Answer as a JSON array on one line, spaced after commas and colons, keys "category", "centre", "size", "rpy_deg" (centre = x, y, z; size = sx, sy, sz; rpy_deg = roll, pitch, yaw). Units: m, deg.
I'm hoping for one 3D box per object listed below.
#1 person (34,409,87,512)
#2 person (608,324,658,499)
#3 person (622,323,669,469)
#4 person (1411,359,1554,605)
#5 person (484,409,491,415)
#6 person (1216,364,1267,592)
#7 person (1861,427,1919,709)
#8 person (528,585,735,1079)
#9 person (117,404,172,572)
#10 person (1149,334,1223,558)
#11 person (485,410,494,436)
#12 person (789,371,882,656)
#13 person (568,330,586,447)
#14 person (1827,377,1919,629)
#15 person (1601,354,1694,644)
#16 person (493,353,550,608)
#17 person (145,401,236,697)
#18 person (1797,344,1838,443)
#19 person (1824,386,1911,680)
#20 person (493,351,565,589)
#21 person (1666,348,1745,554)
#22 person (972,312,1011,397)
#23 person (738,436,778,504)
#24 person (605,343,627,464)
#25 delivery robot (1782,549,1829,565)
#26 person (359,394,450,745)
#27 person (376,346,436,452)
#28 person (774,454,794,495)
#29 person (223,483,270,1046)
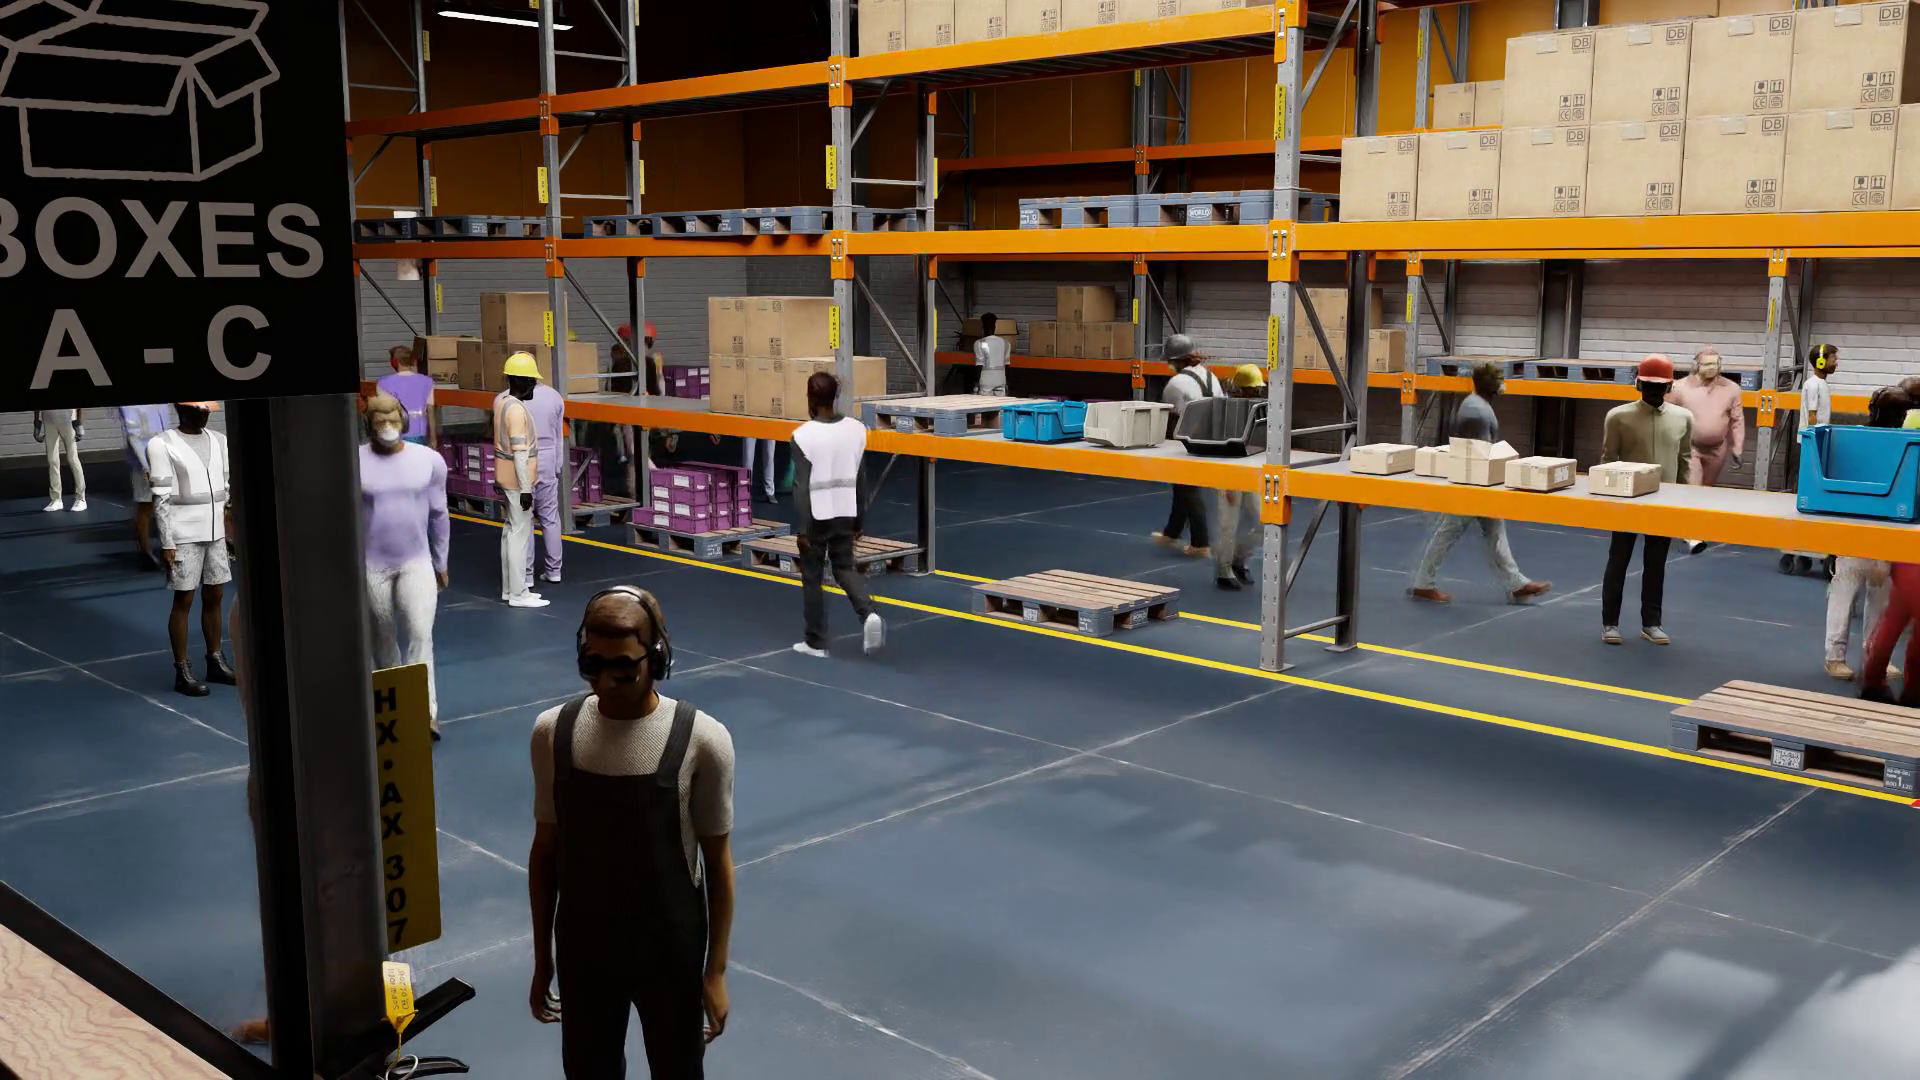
[{"category": "person", "centre": [-9.520, -1.221, 17.557], "size": [0.516, 1.861, 0.317], "rpy_deg": [0, 9, -1]}, {"category": "person", "centre": [-3.515, -1.382, 18.255], "size": [0.909, 1.965, 0.622], "rpy_deg": [6, 11, 32]}, {"category": "person", "centre": [-3.901, -1.751, 20.729], "size": [0.562, 1.884, 0.948], "rpy_deg": [4, 10, 26]}, {"category": "person", "centre": [3.962, -0.424, 12.604], "size": [1.059, 1.877, 0.652], "rpy_deg": [3, 10, 18]}, {"category": "person", "centre": [-5.737, -1.738, 21.370], "size": [0.882, 1.650, 0.535], "rpy_deg": [5, 11, 28]}, {"category": "person", "centre": [2.232, -0.484, 13.176], "size": [0.598, 1.820, 0.419], "rpy_deg": [-7, 12, -36]}, {"category": "person", "centre": [5.567, 0.134, 9.585], "size": [0.541, 1.737, 0.651], "rpy_deg": [-8, 12, -39]}, {"category": "person", "centre": [-0.781, 1.007, 3.951], "size": [0.506, 1.842, 0.346], "rpy_deg": [1, 9, 7]}, {"category": "person", "centre": [-6.652, -0.643, 13.874], "size": [0.798, 1.906, 0.563], "rpy_deg": [3, 10, 18]}, {"category": "person", "centre": [1.941, -0.879, 14.901], "size": [0.899, 2.000, 0.718], "rpy_deg": [8, 12, 42]}, {"category": "person", "centre": [-6.332, -1.937, 22.729], "size": [0.511, 1.603, 0.577], "rpy_deg": [6, 11, 35]}, {"category": "person", "centre": [-0.829, -0.147, 10.836], "size": [0.600, 1.904, 0.714], "rpy_deg": [-7, 12, -38]}, {"category": "person", "centre": [-4.970, -1.779, 21.192], "size": [0.590, 1.776, 0.912], "rpy_deg": [-5, 10, -26]}, {"category": "person", "centre": [6.761, -0.277, 11.999], "size": [0.626, 1.780, 0.980], "rpy_deg": [-1, 9, -7]}, {"category": "person", "centre": [4.669, -0.272, 11.326], "size": [0.623, 1.990, 0.391], "rpy_deg": [0, 9, 2]}, {"category": "person", "centre": [-3.333, -0.450, 12.628], "size": [0.377, 1.922, 0.594], "rpy_deg": [-4, 10, -24]}, {"category": "person", "centre": [-4.599, -0.036, 10.059], "size": [0.359, 1.936, 0.544], "rpy_deg": [4, 10, 25]}, {"category": "person", "centre": [7.939, -0.879, 15.414], "size": [0.328, 1.875, 0.513], "rpy_deg": [5, 11, 28]}, {"category": "person", "centre": [5.708, -0.038, 10.364], "size": [0.634, 1.839, 0.429], "rpy_deg": [-1, 9, -7]}, {"category": "person", "centre": [-3.479, -0.561, 13.360], "size": [0.402, 1.911, 0.639], "rpy_deg": [8, 12, 40]}, {"category": "person", "centre": [6.722, -0.797, 14.995], "size": [0.643, 1.846, 1.025], "rpy_deg": [1, 9, 5]}, {"category": "person", "centre": [0.423, -2.146, 22.903], "size": [0.609, 1.963, 0.367], "rpy_deg": [-6, 11, -35]}, {"category": "person", "centre": [-2.169, -1.250, 18.028], "size": [0.526, 1.765, 0.329], "rpy_deg": [-2, 10, -14]}, {"category": "person", "centre": [-4.371, -1.760, 21.678], "size": [0.492, 1.604, 0.517], "rpy_deg": [9, 13, 42]}, {"category": "delivery robot", "centre": [7.190, 0.002, 13.759], "size": [0.477, 0.478, 0.707], "rpy_deg": [-6, 11, -33]}, {"category": "person", "centre": [-3.069, 0.161, 9.002], "size": [0.648, 1.881, 1.020], "rpy_deg": [-4, 10, -24]}, {"category": "person", "centre": [-5.415, -0.997, 16.347], "size": [0.591, 1.815, 0.820], "rpy_deg": [-8, 12, -39]}, {"category": "person", "centre": [-1.722, -1.323, 18.608], "size": [0.907, 1.723, 0.530], "rpy_deg": [5, 10, 27]}, {"category": "person", "centre": [-2.212, 0.701, 5.529], "size": [0.354, 1.939, 0.634], "rpy_deg": [-1, 9, -6]}]
